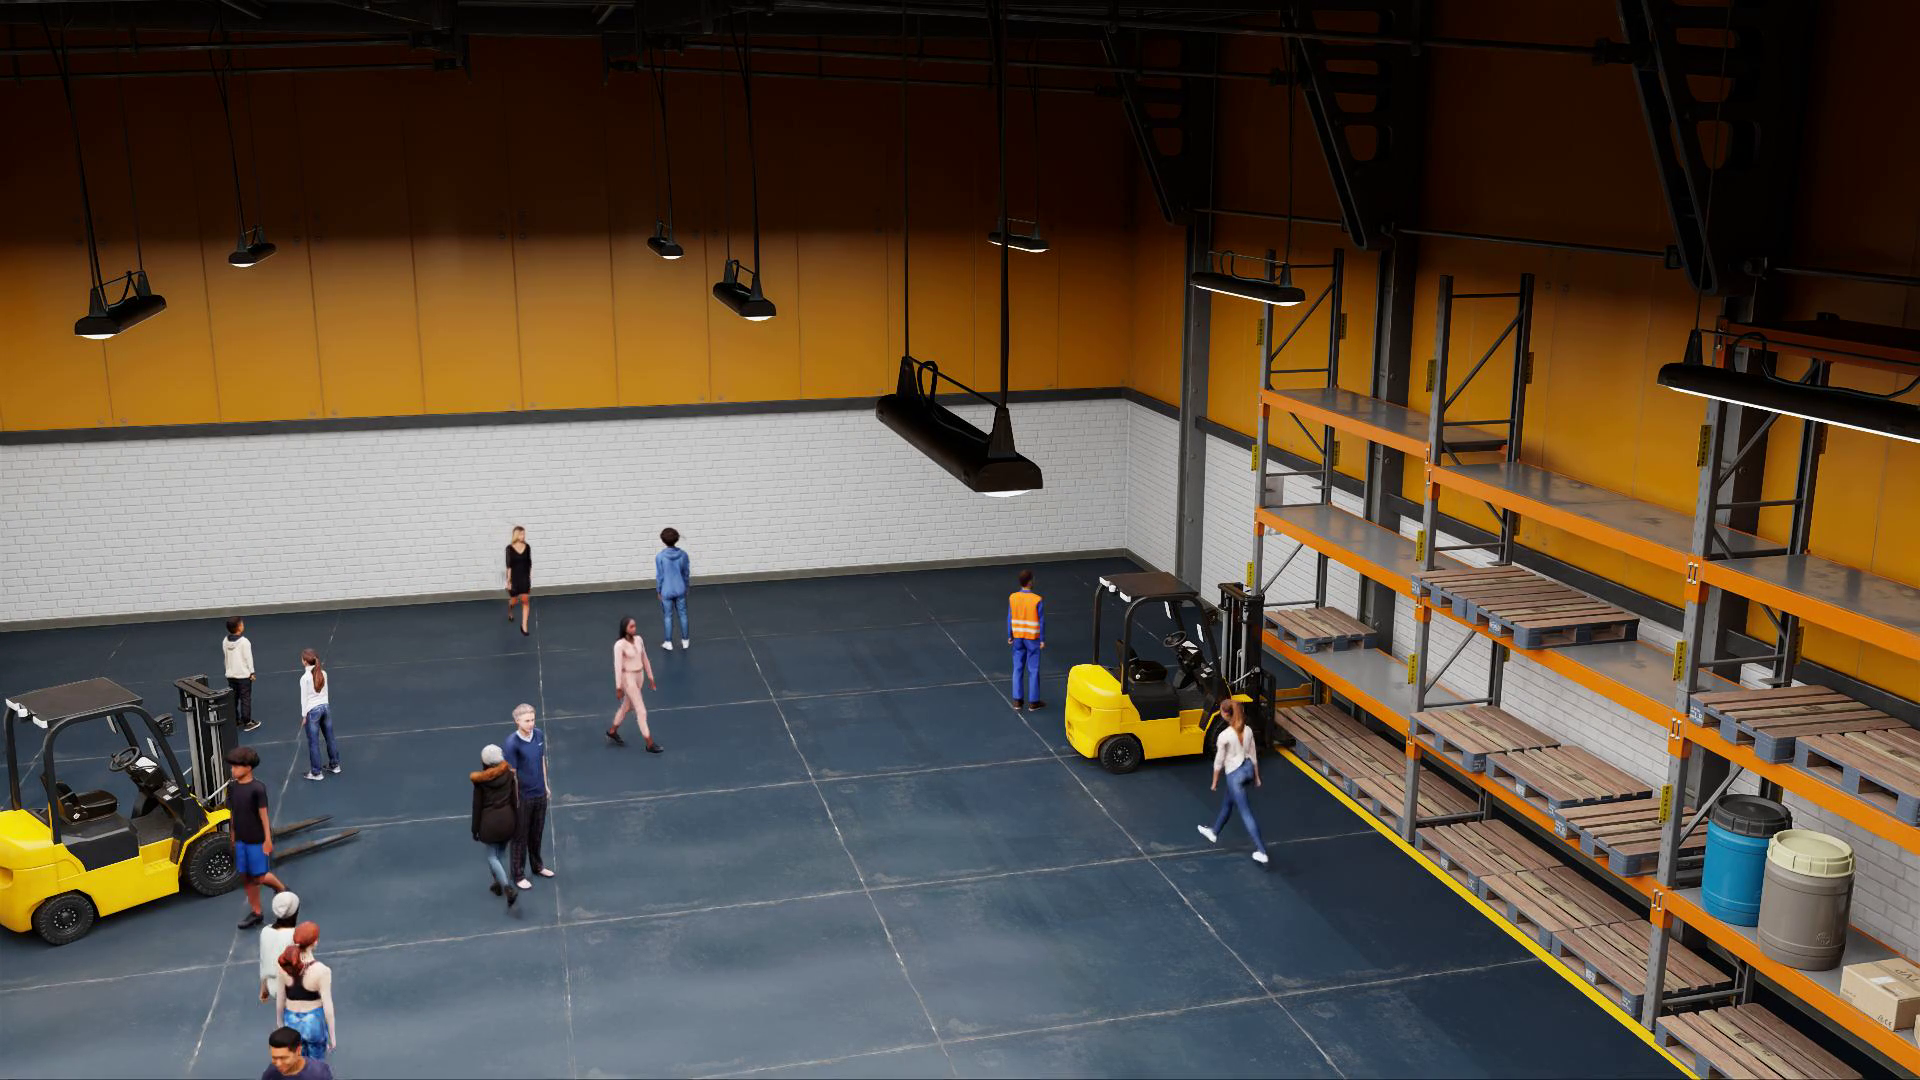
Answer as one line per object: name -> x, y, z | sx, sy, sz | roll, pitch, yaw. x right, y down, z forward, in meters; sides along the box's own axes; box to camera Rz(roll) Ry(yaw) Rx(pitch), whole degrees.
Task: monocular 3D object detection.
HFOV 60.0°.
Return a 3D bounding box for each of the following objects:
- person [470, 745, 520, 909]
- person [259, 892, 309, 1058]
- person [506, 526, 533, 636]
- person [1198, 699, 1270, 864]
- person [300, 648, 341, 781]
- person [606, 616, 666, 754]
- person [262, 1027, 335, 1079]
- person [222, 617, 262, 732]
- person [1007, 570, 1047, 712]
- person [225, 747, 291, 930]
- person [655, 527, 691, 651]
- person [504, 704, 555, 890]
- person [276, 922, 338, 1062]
person -> -4.479, 2.789, 16.158 | 0.879, 1.616, 1.072 | -11, 18, -39
person -> -5.309, 3.555, 12.978 | 0.881, 1.624, 0.963 | 6, 15, 25
person -> -6.683, 0.603, 25.093 | 0.739, 1.660, 0.913 | -10, 17, -35
person -> 2.952, 2.526, 17.160 | 0.954, 1.654, 1.271 | -9, 16, -34
person -> -7.525, 2.018, 19.474 | 0.677, 1.554, 0.616 | 8, 16, 29
person -> -4.068, 1.758, 20.281 | 1.170, 1.678, 1.156 | 7, 15, 26
person -> -4.315, 3.957, 11.051 | 0.914, 1.749, 1.104 | 2, 14, 6
person -> -9.143, 1.689, 21.048 | 0.646, 1.451, 0.664 | 5, 14, 19
person -> 0.872, 1.303, 21.771 | 0.784, 1.862, 0.835 | 7, 15, 26
person -> -6.652, 2.795, 15.775 | 0.860, 1.785, 0.941 | 6, 15, 23
person -> -4.199, 0.709, 24.344 | 0.696, 1.805, 0.579 | -5, 15, -20
person -> -4.342, 2.533, 16.677 | 0.781, 1.869, 0.726 | 8, 16, 30
person -> -4.810, 3.678, 12.157 | 0.724, 1.770, 0.856 | 0, 14, -2
